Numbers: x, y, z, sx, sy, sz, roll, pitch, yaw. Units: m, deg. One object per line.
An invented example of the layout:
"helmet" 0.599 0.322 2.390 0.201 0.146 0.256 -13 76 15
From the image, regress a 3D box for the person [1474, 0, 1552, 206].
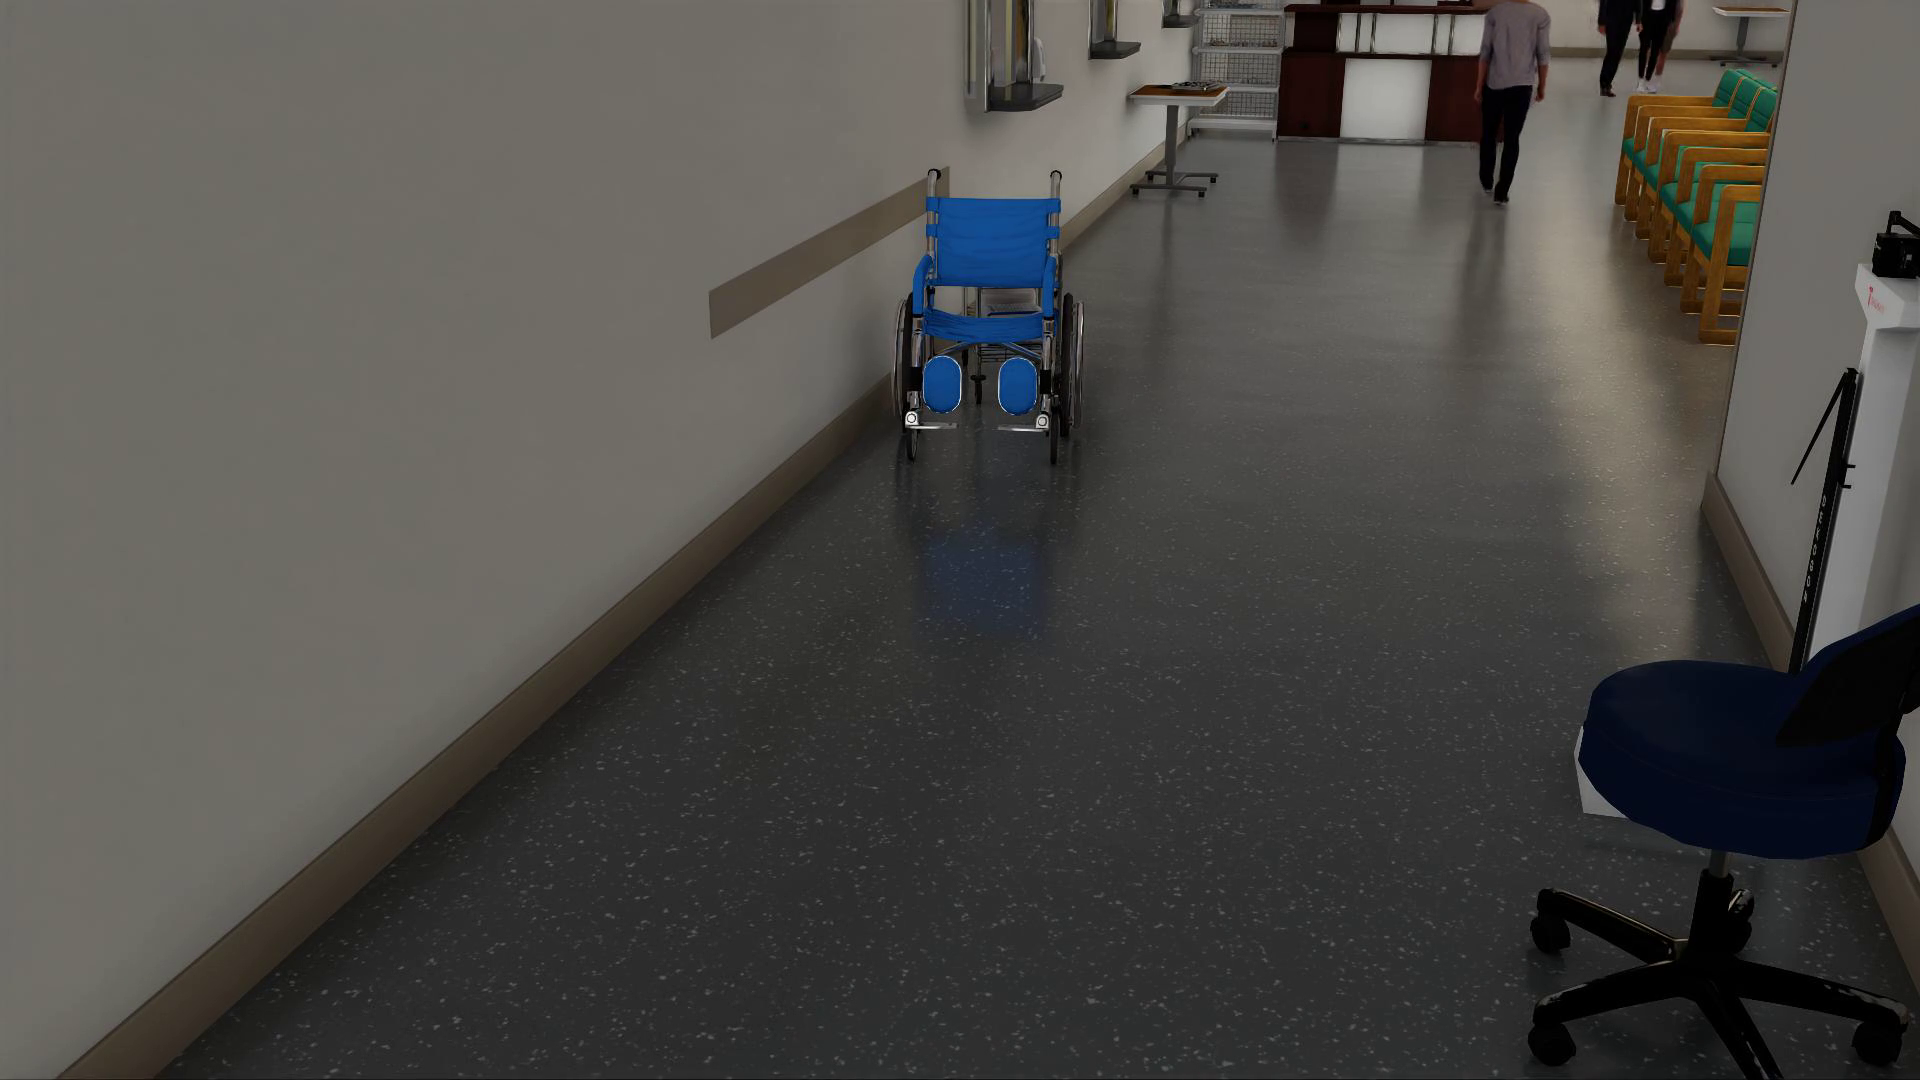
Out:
"person" 4.321 -3.555 13.126 1.025 1.810 0.817 8 22 20

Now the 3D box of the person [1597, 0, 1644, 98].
"person" 8.188 -6.476 20.794 0.772 1.840 0.829 -3 21 -9

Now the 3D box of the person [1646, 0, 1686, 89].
"person" 9.331 -6.854 22.111 0.825 1.804 0.745 2 21 6

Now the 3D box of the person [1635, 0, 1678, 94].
"person" 8.769 -6.571 21.134 0.773 1.777 0.805 -1 21 -4
